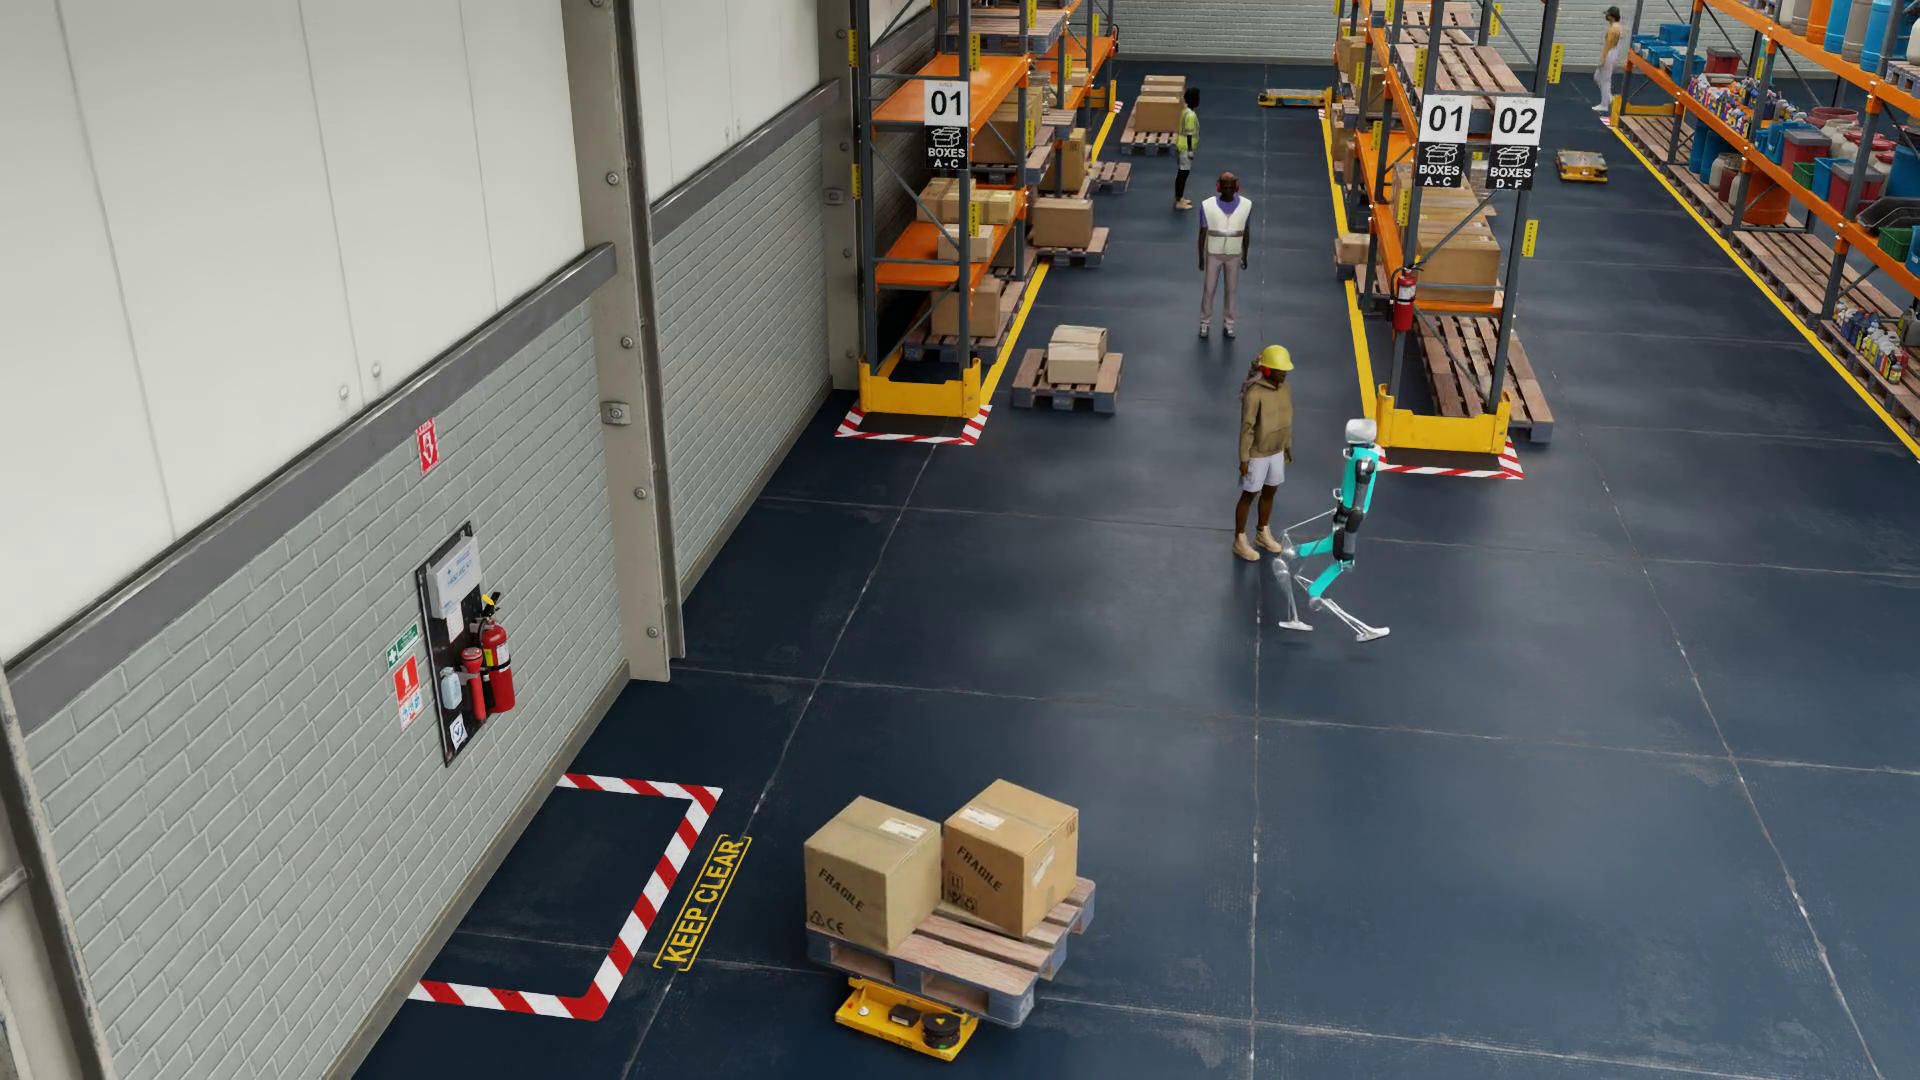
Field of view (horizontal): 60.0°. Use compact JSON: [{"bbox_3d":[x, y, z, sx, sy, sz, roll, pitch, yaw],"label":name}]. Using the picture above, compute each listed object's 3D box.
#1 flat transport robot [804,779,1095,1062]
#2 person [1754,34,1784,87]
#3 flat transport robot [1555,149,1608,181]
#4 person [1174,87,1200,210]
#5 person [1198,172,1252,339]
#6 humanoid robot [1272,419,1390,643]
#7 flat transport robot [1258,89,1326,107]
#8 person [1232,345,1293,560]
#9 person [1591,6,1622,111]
[{"bbox_3d":[-0.019,2.147,8.762,0.659,0.231,1.431,12,28,24],"label":"flat transport robot"},{"bbox_3d":[15.838,-9.758,32.469,0.296,1.772,0.528,-18,31,-34],"label":"person"},{"bbox_3d":[9.622,-5.797,25.765,0.659,0.231,1.431,6,26,13],"label":"flat transport robot"},{"bbox_3d":[3.216,-5.540,23.535,0.320,1.694,0.533,0,25,1],"label":"person"},{"bbox_3d":[2.873,-3.115,18.184,0.561,1.833,0.391,-1,25,-3],"label":"person"},{"bbox_3d":[2.579,-0.033,11.691,1.006,1.737,0.551,4,25,9],"label":"humanoid robot"},{"bbox_3d":[6.271,-8.208,30.926,1.431,0.231,0.659,4,25,9],"label":"flat transport robot"},{"bbox_3d":[2.390,-0.706,13.111,0.545,1.756,0.414,-17,30,-31],"label":"person"},{"bbox_3d":[11.728,-8.729,30.172,0.434,1.850,0.507,12,28,24],"label":"person"}]
